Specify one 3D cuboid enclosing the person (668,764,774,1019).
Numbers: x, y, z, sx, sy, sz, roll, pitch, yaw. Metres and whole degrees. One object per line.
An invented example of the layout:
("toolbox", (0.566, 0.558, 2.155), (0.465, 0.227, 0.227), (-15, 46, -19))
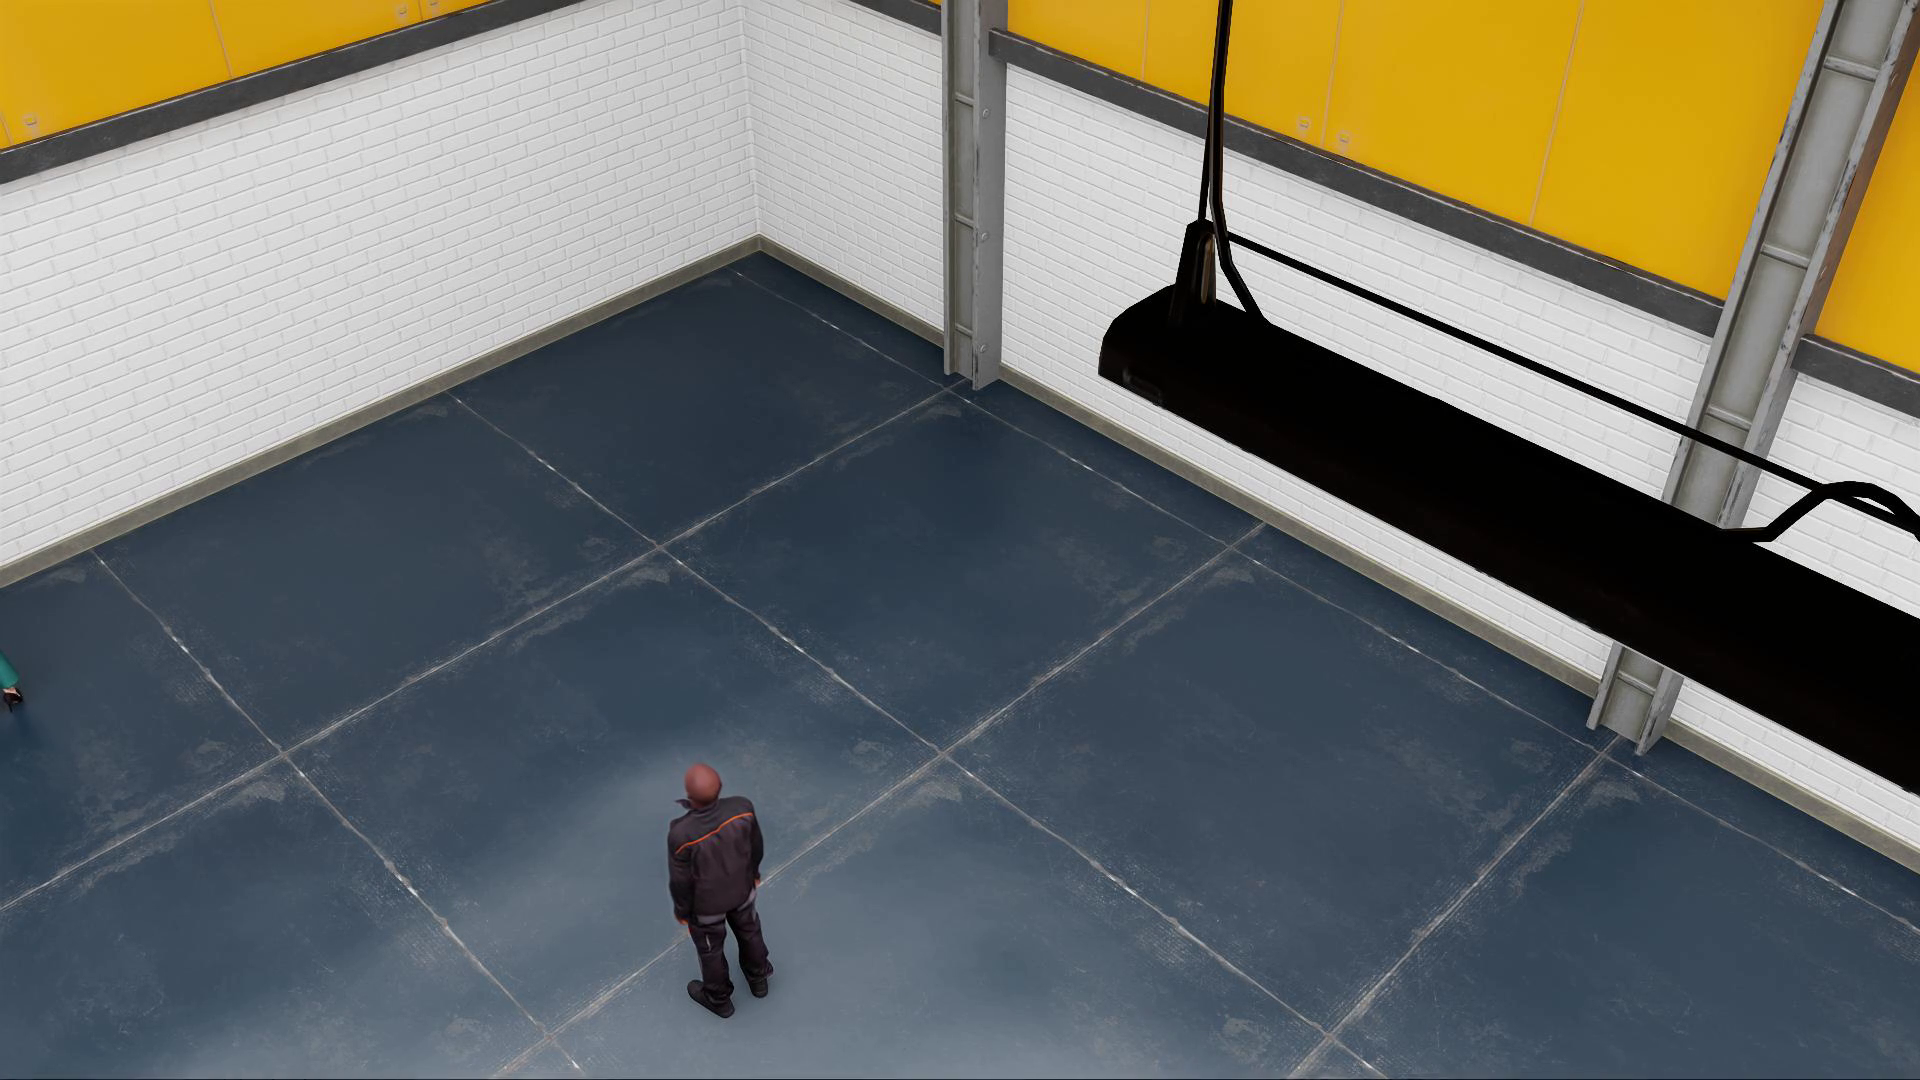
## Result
("person", (-1.254, 1.820, 8.674), (0.727, 1.825, 0.650), (-25, 45, -28))
